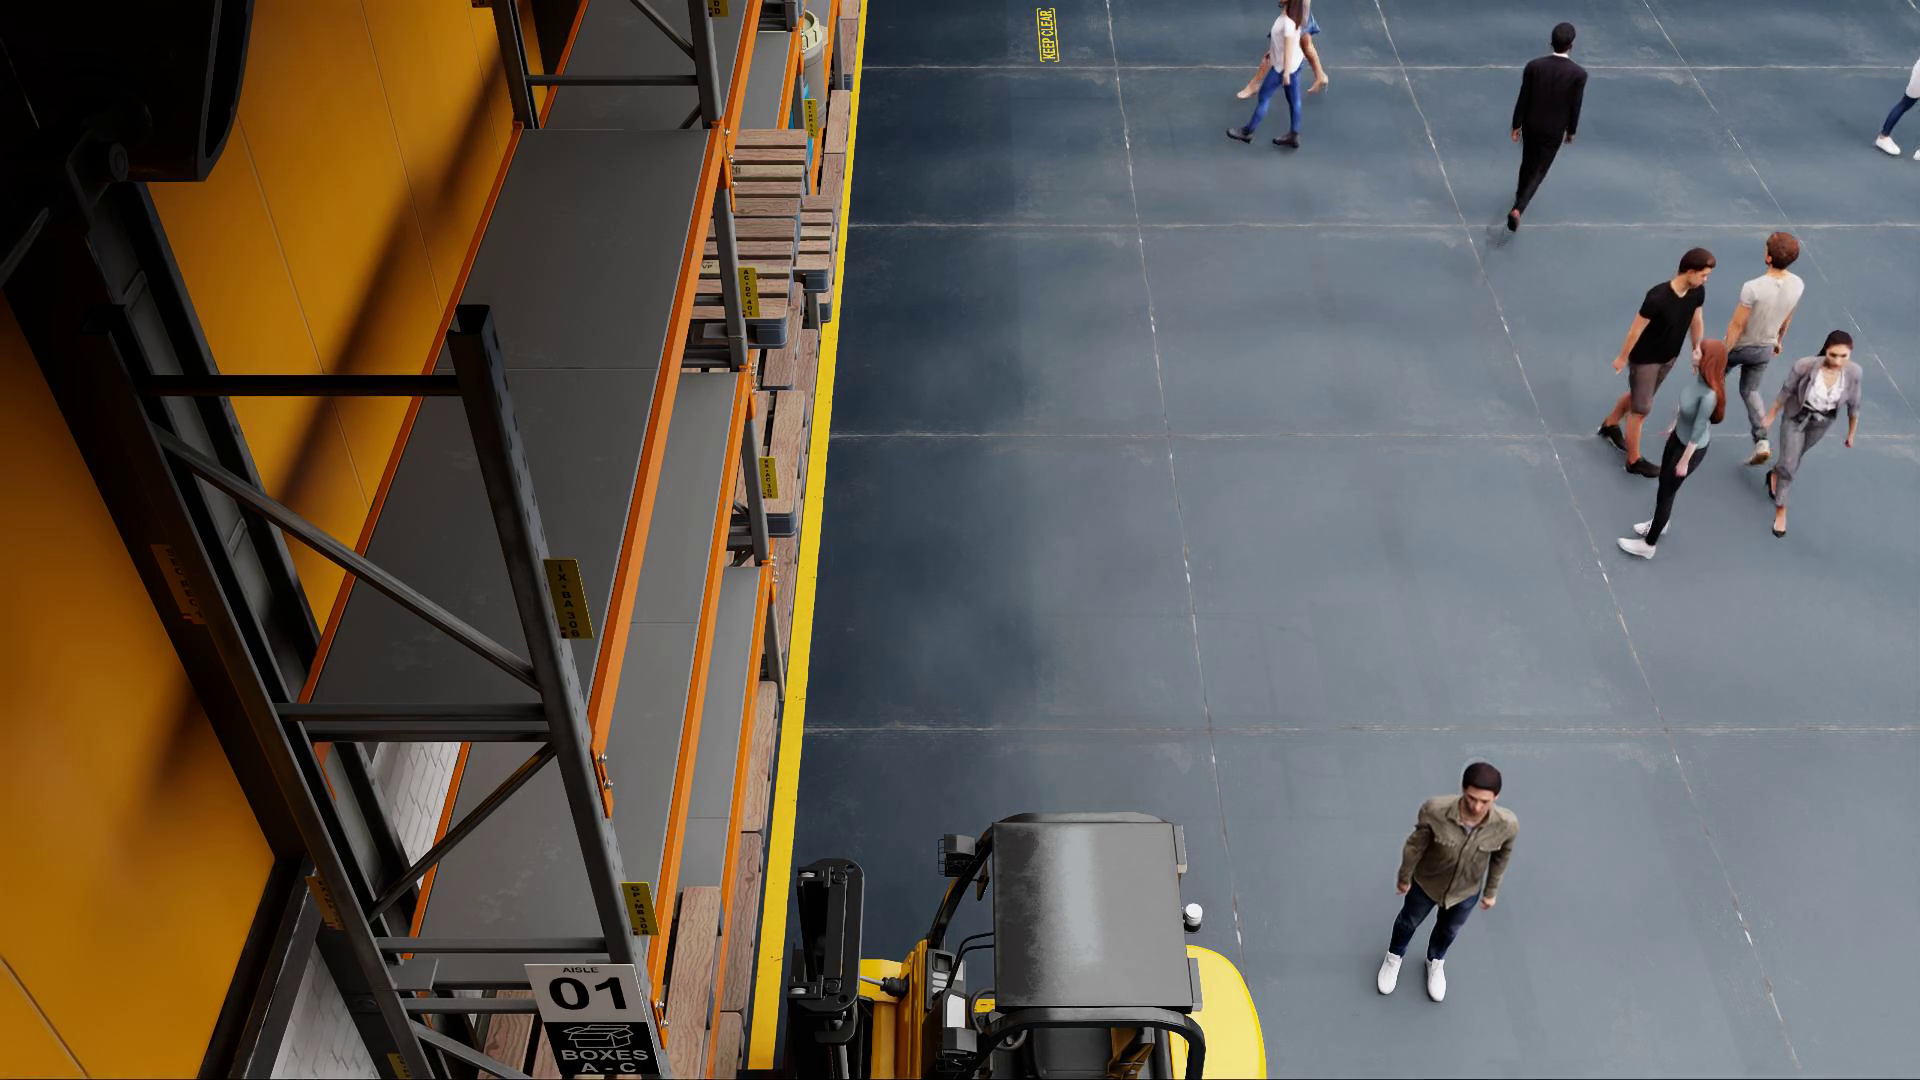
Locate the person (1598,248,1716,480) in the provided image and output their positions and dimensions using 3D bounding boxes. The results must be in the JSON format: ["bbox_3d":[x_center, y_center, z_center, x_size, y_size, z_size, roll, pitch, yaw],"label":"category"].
[{"bbox_3d":[5.132,-1.429,12.419,0.943,1.824,1.102,-17,46,-17],"label":"person"}]

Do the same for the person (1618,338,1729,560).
[{"bbox_3d":[5.132,-0.672,11.694,0.807,1.727,0.657,5,44,5],"label":"person"}]

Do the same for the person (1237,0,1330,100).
[{"bbox_3d":[3.355,-5.085,16.308,0.741,1.754,1.072,1,44,2],"label":"person"}]

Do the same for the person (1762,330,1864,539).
[{"bbox_3d":[6.055,-0.877,11.975,0.818,1.638,0.973,3,44,3],"label":"person"}]

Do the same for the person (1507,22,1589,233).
[{"bbox_3d":[5.131,-3.611,14.688,1.092,1.855,1.267,23,48,22],"label":"person"}]

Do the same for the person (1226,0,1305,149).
[{"bbox_3d":[3.165,-4.438,15.697,0.877,1.658,0.959,16,46,16],"label":"person"}]

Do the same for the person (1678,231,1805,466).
[{"bbox_3d":[5.903,-1.378,12.340,0.826,1.859,1.222,-5,44,-5],"label":"person"}]

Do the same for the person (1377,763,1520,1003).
[{"bbox_3d":[2.633,1.822,8.978,0.751,1.864,0.666,9,44,9],"label":"person"}]
